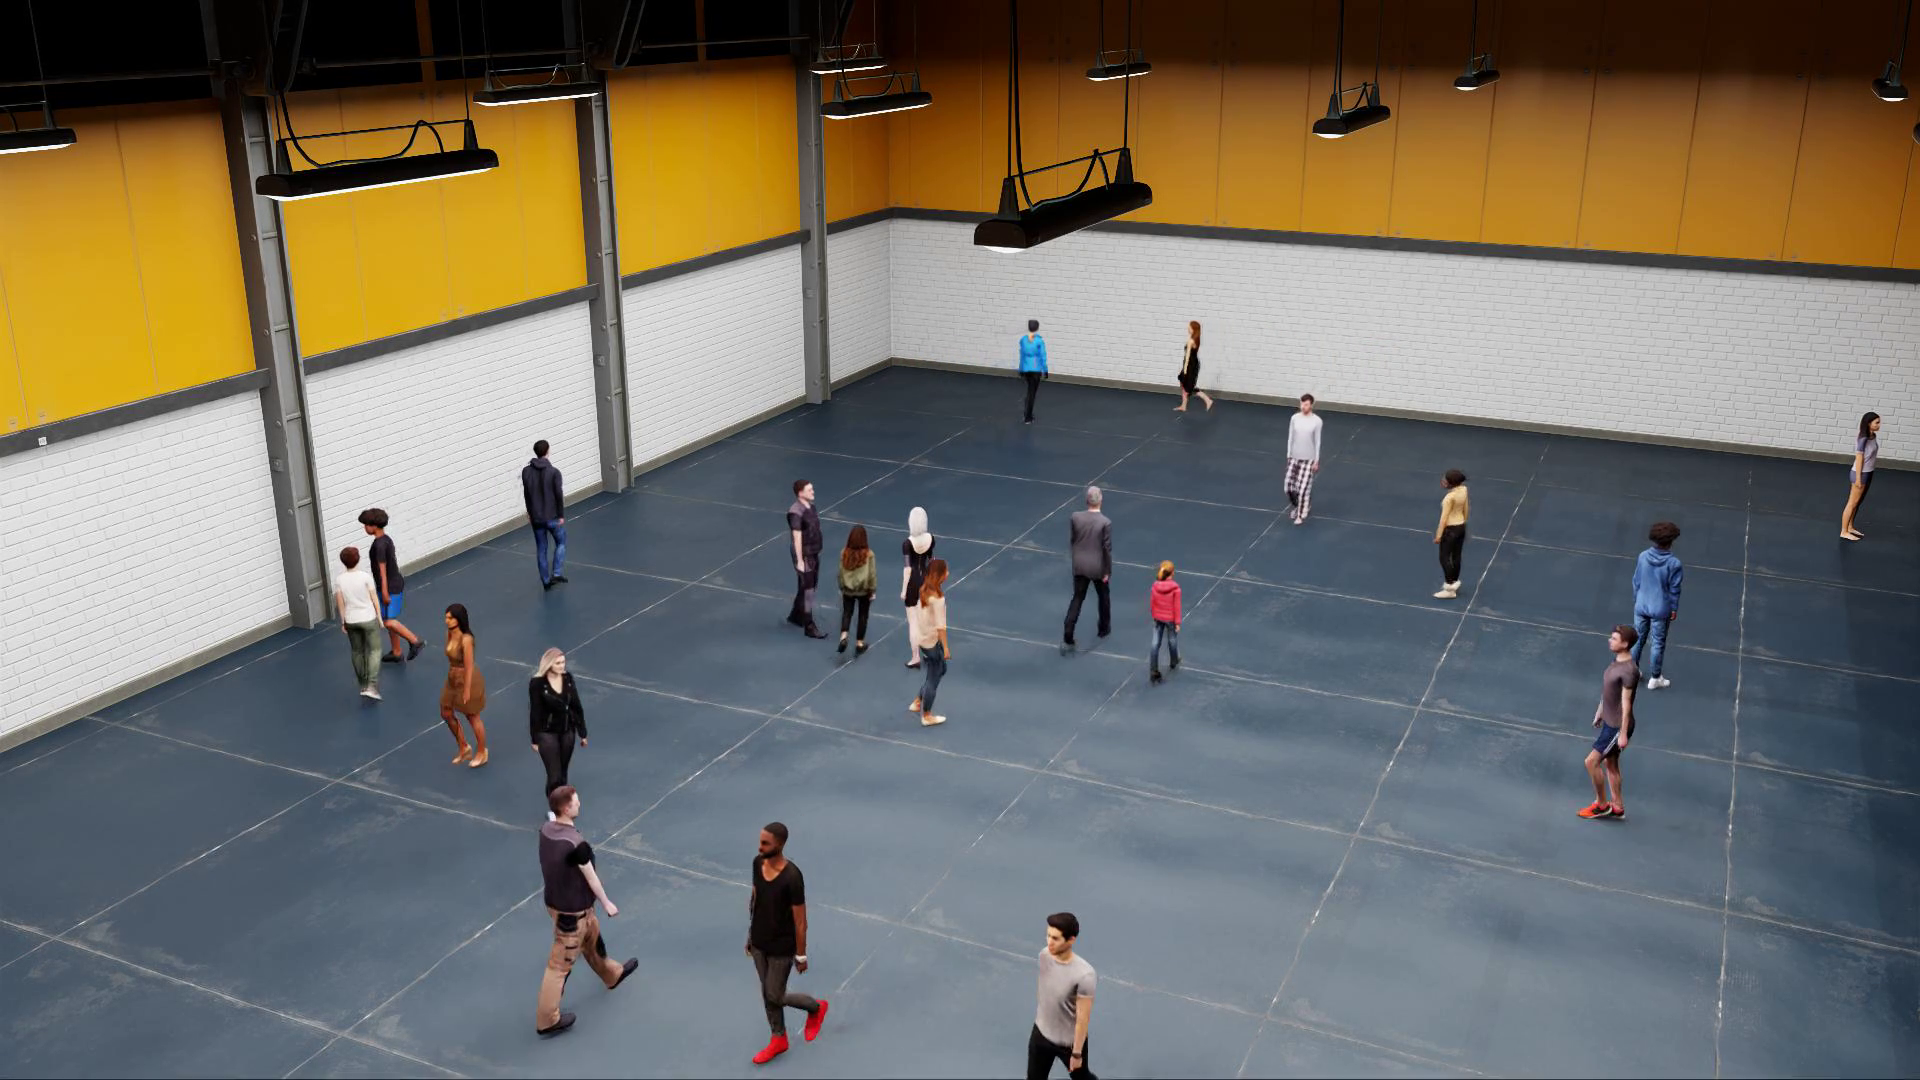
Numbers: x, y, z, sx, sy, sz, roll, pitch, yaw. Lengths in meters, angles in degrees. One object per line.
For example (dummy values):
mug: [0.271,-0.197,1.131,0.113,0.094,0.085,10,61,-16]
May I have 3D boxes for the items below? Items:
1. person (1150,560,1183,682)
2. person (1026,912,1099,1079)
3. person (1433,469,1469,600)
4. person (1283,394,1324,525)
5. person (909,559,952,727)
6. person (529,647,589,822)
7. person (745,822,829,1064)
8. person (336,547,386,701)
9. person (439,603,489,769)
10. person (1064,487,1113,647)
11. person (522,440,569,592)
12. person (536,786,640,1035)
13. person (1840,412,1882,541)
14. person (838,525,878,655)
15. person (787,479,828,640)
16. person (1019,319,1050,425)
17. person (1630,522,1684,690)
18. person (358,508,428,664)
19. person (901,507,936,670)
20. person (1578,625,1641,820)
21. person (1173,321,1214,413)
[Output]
person: [2.161,0.891,17.808,0.546,1.278,0.892,9,21,25]
person: [0.713,3.114,10.575,1.200,1.680,0.882,-17,25,-41]
person: [6.033,-0.108,20.234,0.714,1.621,0.881,-8,20,-23]
person: [4.768,-1.140,22.960,0.665,1.837,0.713,11,22,30]
person: [-0.369,1.042,16.574,0.826,1.779,0.766,-7,20,-20]
person: [-3.624,1.713,14.750,0.672,1.670,0.778,-16,25,-40]
person: [-1.205,2.746,11.489,0.934,1.794,0.818,-17,25,-40]
person: [-6.225,0.863,17.286,0.787,1.663,0.915,-1,19,-3]
person: [-4.629,1.366,15.772,0.658,1.675,0.688,16,24,39]
person: [1.421,0.322,18.673,0.697,1.803,1.108,8,20,22]
person: [-5.106,-0.269,20.312,0.766,1.877,0.741,2,19,6]
person: [-2.856,2.642,11.798,1.263,1.794,1.032,-14,23,-35]
person: [12.115,-0.876,22.340,0.703,1.733,0.542,17,25,40]
person: [-1.151,0.583,18.435,0.673,1.461,0.779,4,19,12]
person: [-1.797,0.179,19.010,0.861,1.859,0.814,5,19,15]
person: [1.175,-2.812,28.012,0.696,1.782,0.715,15,24,38]
person: [7.356,0.680,17.612,0.734,1.802,0.753,-14,23,-36]
person: [-6.150,0.512,18.159,0.943,1.772,0.912,-4,19,-13]
person: [-0.451,0.516,18.056,0.586,1.829,0.719,-15,23,-37]
person: [5.888,1.642,14.701,0.806,1.837,0.684,3,19,10]
person: [4.077,-2.963,28.736,0.650,1.605,0.893,7,20,21]
